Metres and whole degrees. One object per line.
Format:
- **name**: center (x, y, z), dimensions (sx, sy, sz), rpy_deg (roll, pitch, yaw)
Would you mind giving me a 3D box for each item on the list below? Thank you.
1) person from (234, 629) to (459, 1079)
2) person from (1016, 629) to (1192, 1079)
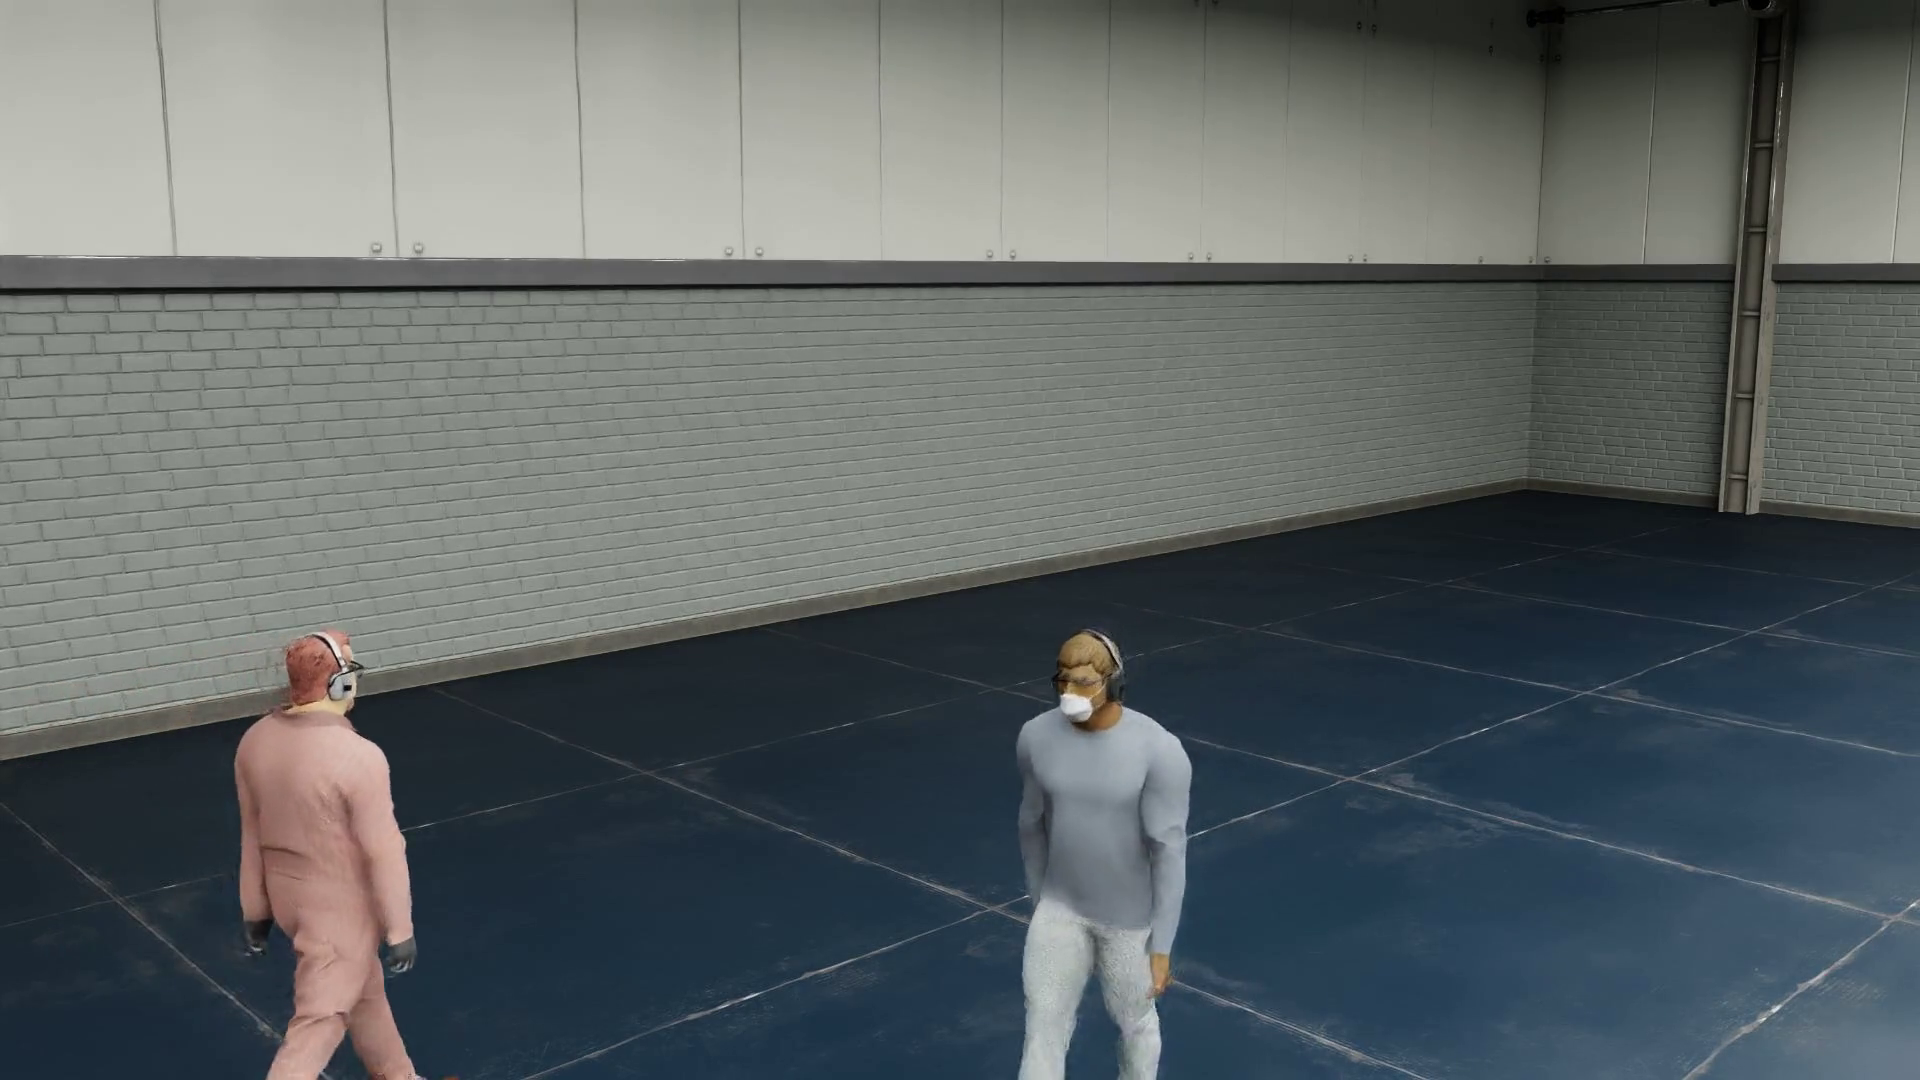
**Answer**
- **person**: center (-2.105, 1.224, 5.554), dimensions (0.655, 1.865, 1.005), rpy_deg (6, 11, 33)
- **person**: center (0.400, 1.237, 5.322), dimensions (0.652, 1.891, 0.981), rpy_deg (5, 10, 29)
